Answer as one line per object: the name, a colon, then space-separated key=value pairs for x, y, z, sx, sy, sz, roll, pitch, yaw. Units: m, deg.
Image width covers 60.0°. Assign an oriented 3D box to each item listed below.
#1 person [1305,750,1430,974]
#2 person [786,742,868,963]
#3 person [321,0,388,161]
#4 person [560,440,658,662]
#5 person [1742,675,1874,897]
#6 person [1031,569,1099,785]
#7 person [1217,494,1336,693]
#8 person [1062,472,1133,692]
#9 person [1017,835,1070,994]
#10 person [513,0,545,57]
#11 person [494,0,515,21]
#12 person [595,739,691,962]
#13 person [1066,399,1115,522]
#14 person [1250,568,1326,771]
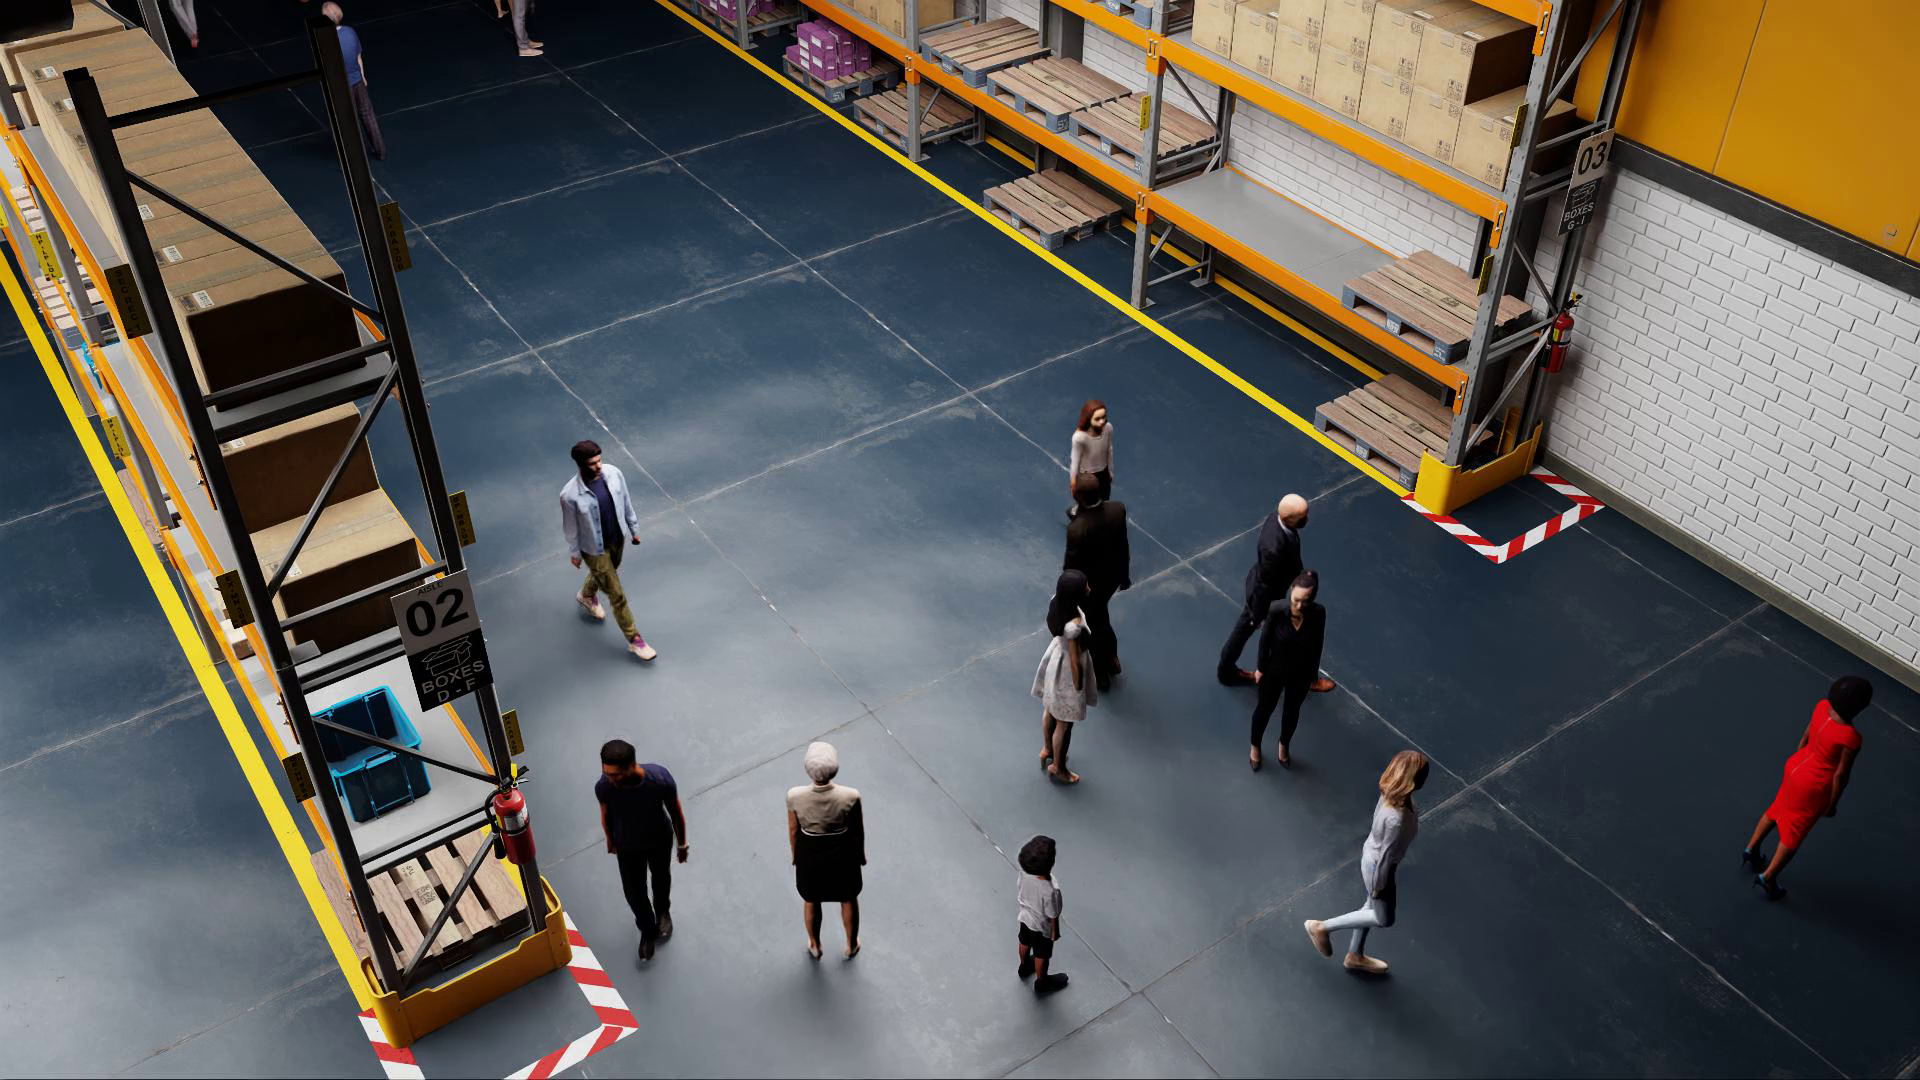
person: x=2.407 y=1.905 z=9.851 sx=0.906 sy=1.767 sz=0.831 roll=12 pitch=40 yaw=15
person: x=-0.786 y=1.889 z=9.884 sx=0.689 sy=1.751 sz=0.708 roll=-1 pitch=39 yaw=-1
person: x=-6.795 y=-5.058 z=18.486 sx=0.651 sy=1.871 sz=0.719 roll=25 pitch=45 yaw=28
person: x=-2.679 y=0.003 z=12.230 sx=1.255 sy=1.770 sz=0.902 roll=28 pitch=46 yaw=30
person: x=5.270 y=1.523 z=10.354 sx=0.723 sy=1.736 sz=0.626 roll=-4 pitch=39 yaw=-5
person: x=0.712 y=0.901 z=11.103 sx=0.802 sy=1.773 sz=0.696 roll=-9 pitch=39 yaw=-11
person: x=2.102 y=0.369 z=11.783 sx=1.171 sy=1.756 sz=1.094 roll=8 pitch=39 yaw=9
person: x=0.999 y=0.355 z=11.700 sx=0.728 sy=1.882 sz=0.668 roll=-22 pitch=44 yaw=-26
person: x=0.463 y=2.210 z=9.871 sx=0.543 sy=1.265 sz=0.444 roll=-25 pitch=45 yaw=-28
person: x=-5.603 y=-7.110 z=21.006 sx=0.794 sy=1.932 sz=0.687 roll=-2 pitch=39 yaw=-3
person: x=-6.117 y=-7.708 z=22.050 sx=0.599 sy=1.565 sz=0.706 roll=19 pitch=42 yaw=22
person: x=-1.896 y=1.739 z=10.066 sx=0.807 sy=1.759 sz=0.854 roll=-5 pitch=39 yaw=-6
person: x=1.002 y=-0.530 z=13.134 sx=0.545 sy=1.474 sz=0.712 roll=-23 pitch=44 yaw=-26
person: x=2.190 y=0.889 z=11.168 sx=0.636 sy=1.712 sz=0.649 roll=0 pitch=39 yaw=-1
